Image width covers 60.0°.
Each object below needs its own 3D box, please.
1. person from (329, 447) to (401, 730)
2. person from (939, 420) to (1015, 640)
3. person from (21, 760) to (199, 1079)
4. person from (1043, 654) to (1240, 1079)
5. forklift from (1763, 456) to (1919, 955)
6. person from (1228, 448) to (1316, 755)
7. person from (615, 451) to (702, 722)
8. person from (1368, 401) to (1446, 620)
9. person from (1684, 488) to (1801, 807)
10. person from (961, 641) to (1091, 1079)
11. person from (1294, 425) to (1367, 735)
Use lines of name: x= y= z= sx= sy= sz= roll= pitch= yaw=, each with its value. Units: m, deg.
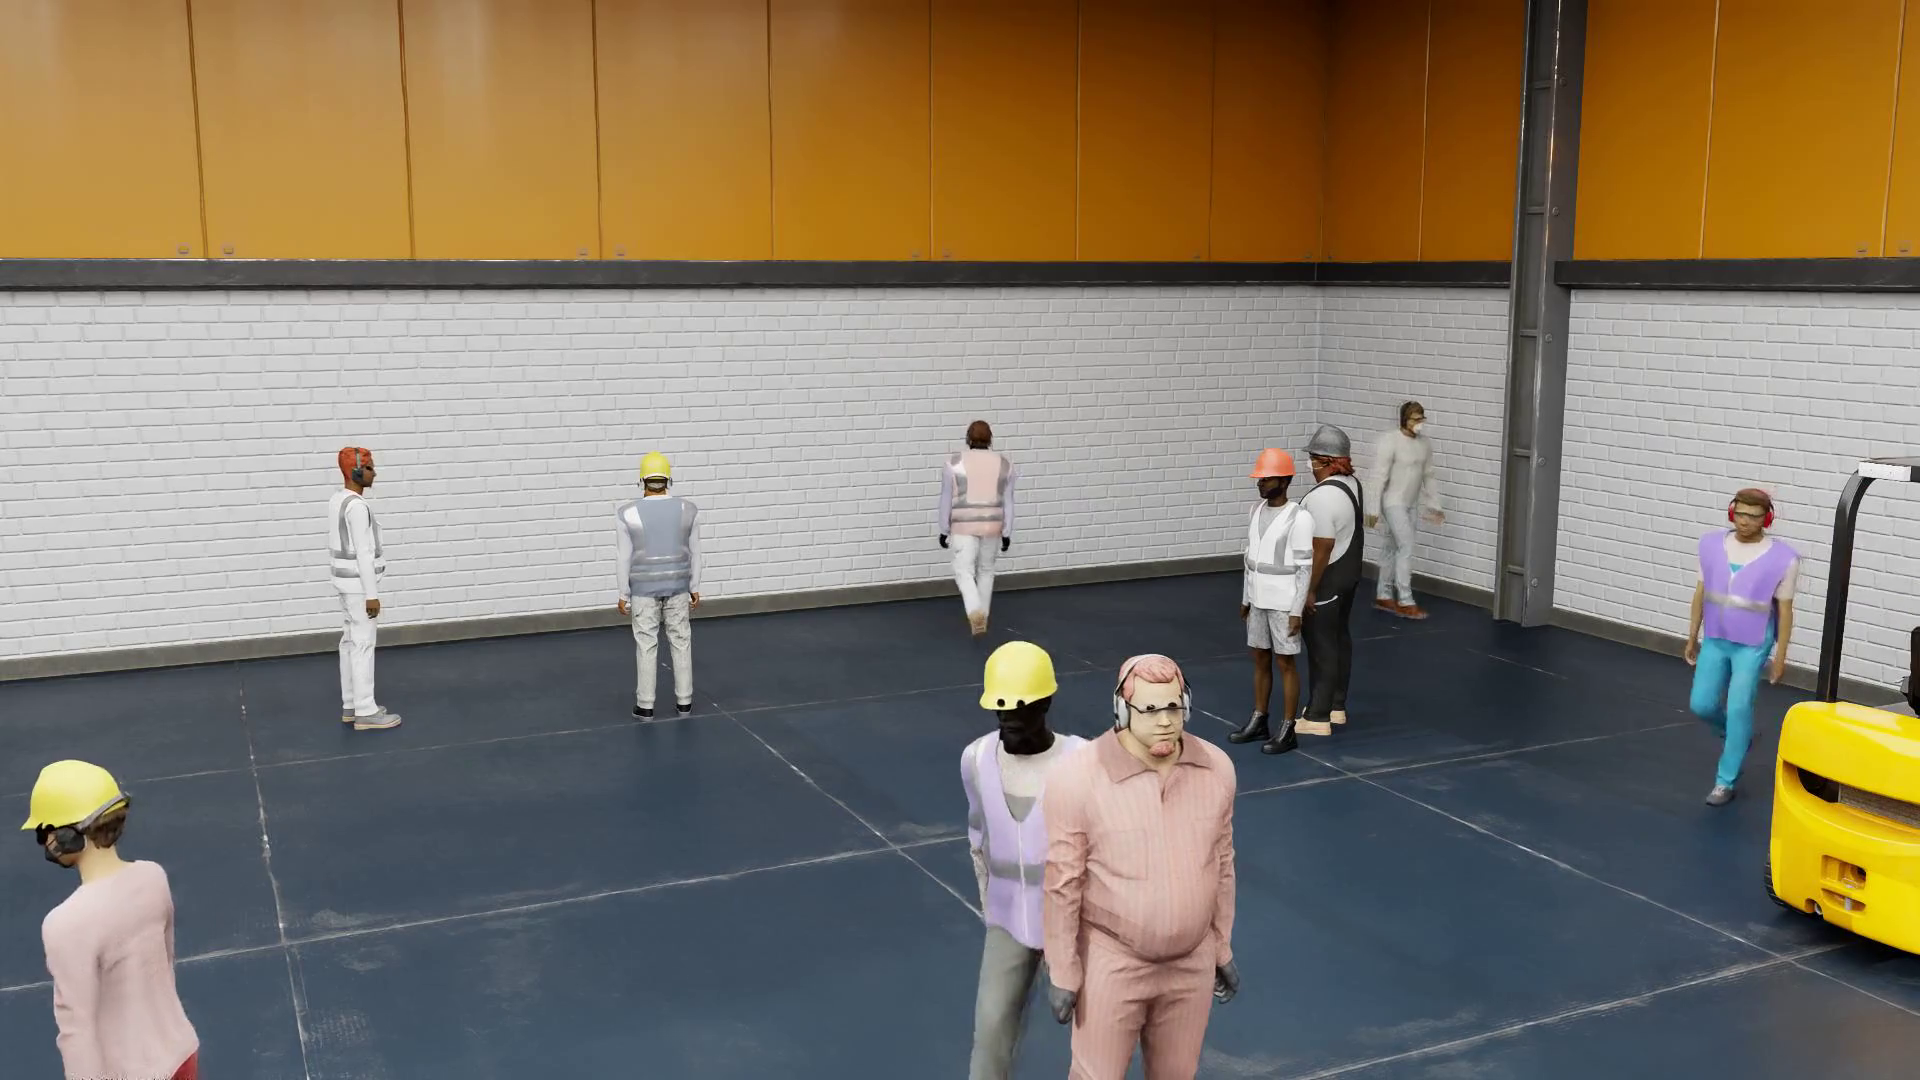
person: x=-4.000 y=0.317 z=11.090 sx=0.343 sy=1.881 sz=0.585 roll=-6 pitch=11 yaw=-35
person: x=0.154 y=-0.080 z=13.737 sx=0.625 sy=1.823 sz=0.750 roll=-2 pitch=9 yaw=-14
person: x=-2.259 y=1.449 z=4.512 sx=0.485 sy=1.733 sz=0.544 roll=0 pitch=9 yaw=3
person: x=0.570 y=1.277 z=5.061 sx=0.652 sy=1.906 sz=0.403 roll=-3 pitch=10 yaw=-20
forklift: x=4.857 y=0.731 z=7.561 sx=2.313 sy=2.155 sz=1.214 roll=-4 pitch=10 yaw=-25
person: x=1.971 y=0.381 z=10.517 sx=0.364 sy=1.939 sz=0.542 roll=-6 pitch=11 yaw=-31
person: x=-2.041 y=0.314 z=11.264 sx=0.590 sy=1.833 sz=0.404 roll=-4 pitch=10 yaw=-24
person: x=3.967 y=-0.262 z=14.606 sx=0.647 sy=1.904 sz=0.824 roll=-8 pitch=12 yaw=-40
person: x=4.474 y=0.594 z=9.522 sx=0.521 sy=1.828 sz=0.586 roll=-7 pitch=12 yaw=-38
person: x=0.242 y=1.244 z=5.388 sx=0.598 sy=1.868 sz=1.017 roll=5 pitch=10 yaw=27
person: x=2.369 y=0.255 z=10.986 sx=0.537 sy=2.000 sz=0.682 roll=6 pitch=11 yaw=31
